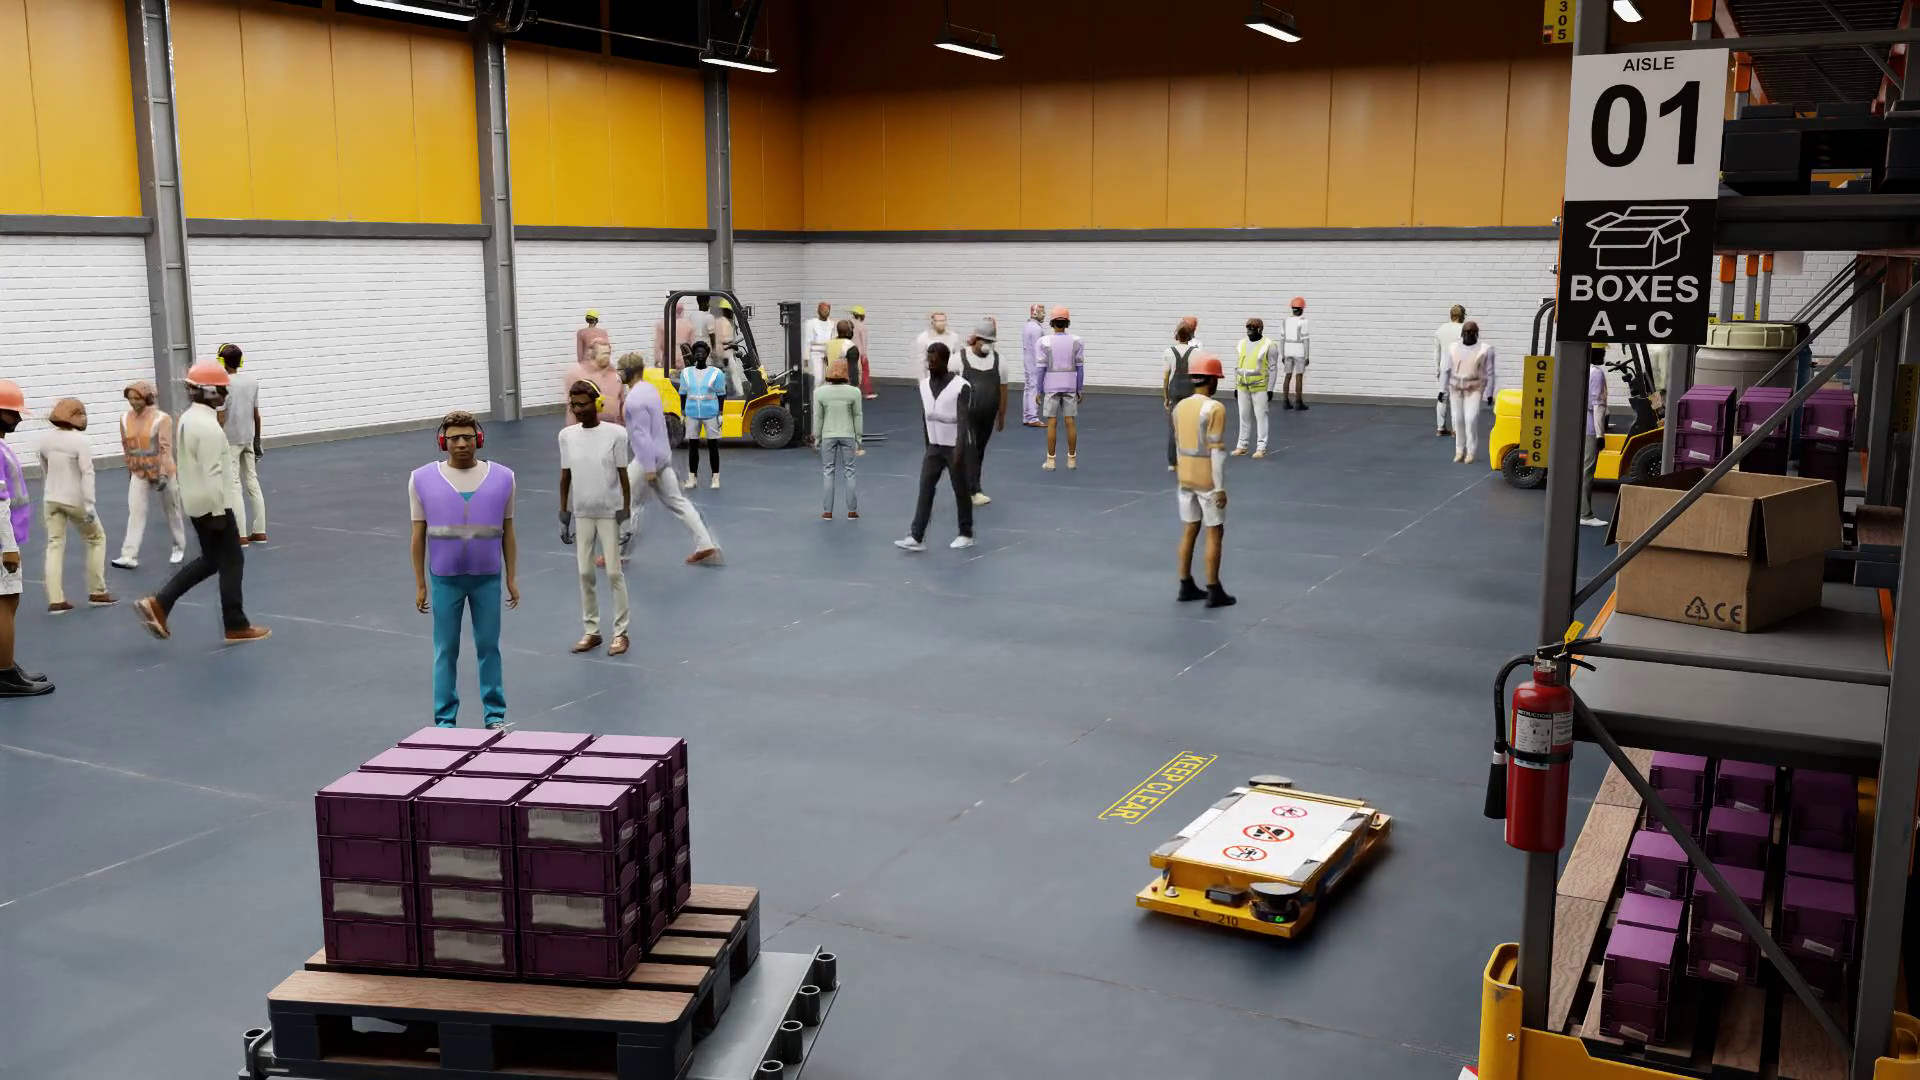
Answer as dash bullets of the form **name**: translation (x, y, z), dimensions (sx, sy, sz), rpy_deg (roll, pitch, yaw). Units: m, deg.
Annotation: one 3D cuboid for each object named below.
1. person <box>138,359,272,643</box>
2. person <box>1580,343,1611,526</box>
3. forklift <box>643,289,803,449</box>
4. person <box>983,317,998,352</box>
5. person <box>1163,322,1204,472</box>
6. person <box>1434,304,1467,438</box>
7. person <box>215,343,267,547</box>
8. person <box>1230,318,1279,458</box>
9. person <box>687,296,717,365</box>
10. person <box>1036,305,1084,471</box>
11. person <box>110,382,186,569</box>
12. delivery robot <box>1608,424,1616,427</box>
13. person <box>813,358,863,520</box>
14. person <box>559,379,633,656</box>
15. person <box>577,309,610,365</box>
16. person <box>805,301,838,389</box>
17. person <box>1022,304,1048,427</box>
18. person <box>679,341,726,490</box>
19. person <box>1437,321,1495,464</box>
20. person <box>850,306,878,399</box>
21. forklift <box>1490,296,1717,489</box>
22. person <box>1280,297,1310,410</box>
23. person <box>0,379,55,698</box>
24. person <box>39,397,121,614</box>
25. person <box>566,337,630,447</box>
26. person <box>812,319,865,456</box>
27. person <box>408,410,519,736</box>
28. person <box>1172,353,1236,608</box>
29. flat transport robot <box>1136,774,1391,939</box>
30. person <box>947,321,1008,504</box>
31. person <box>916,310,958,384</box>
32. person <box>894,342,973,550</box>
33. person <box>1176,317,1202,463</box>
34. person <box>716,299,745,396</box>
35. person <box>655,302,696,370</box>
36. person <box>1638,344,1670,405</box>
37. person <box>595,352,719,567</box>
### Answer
- **person**: translation (-5.182, -0.240, 11.322), dimensions (0.725, 1.969, 0.627), rpy_deg (-8, 13, -39)
- **person**: translation (6.208, -1.104, 16.441), dimensions (0.362, 1.930, 0.587), rpy_deg (-1, 10, -8)
- **forklift**: translation (-3.358, -2.392, 23.136), dimensions (2.313, 2.155, 1.214), rpy_deg (-1, 10, -5)
- **person**: translation (0.478, -2.849, 27.370), dimensions (0.306, 1.645, 0.523), rpy_deg (2, 10, 9)
- **person**: translation (2.736, -1.740, 20.367), dimensions (0.508, 1.847, 0.345), rpy_deg (3, 10, 15)
- **person**: translation (7.215, -2.463, 24.285), dimensions (0.358, 1.938, 0.636), rpy_deg (-7, 12, -36)
- **person**: translation (-6.638, -0.869, 15.257), dimensions (0.311, 1.869, 0.532), rpy_deg (5, 11, 26)
- **person**: translation (3.857, -1.995, 21.855), dimensions (0.624, 1.845, 0.430), rpy_deg (9, 13, 43)
- **person**: translation (-4.636, -3.457, 29.962), dimensions (0.610, 1.963, 0.366), rpy_deg (6, 11, 31)
- **person**: translation (1.227, -1.873, 20.568), dimensions (0.605, 2.045, 0.377), rpy_deg (-2, 10, -9)
- **person**: translation (-6.906, -0.543, 14.136), dimensions (0.524, 1.587, 0.867), rpy_deg (1, 10, 6)
- **delivery robot**: translation (8.097, -1.201, 20.710), dimensions (0.707, 0.478, 0.477), rpy_deg (-6, 12, -32)
- **person**: translation (-1.227, -1.010, 16.759), dimensions (0.500, 1.633, 0.281), rpy_deg (-1, 10, -5)
- **person**: translation (-2.443, -0.151, 11.158), dimensions (0.530, 1.855, 0.333), rpy_deg (2, 10, 12)
- **person**: translation (-6.061, -2.936, 27.531), dimensions (0.533, 1.765, 0.326), rpy_deg (0, 10, -1)
- **person**: translation (-2.299, -3.081, 28.067), dimensions (0.609, 1.862, 0.591), rpy_deg (-5, 11, -26)
- **person**: translation (1.180, -2.696, 25.738), dimensions (0.400, 1.903, 0.644), rpy_deg (-2, 10, -11)
- **person**: translation (-2.931, -1.414, 18.901), dimensions (0.540, 1.700, 0.316), rpy_deg (1, 10, 5)
- **person**: translation (6.455, -1.882, 21.260), dimensions (0.640, 1.817, 0.647), rpy_deg (7, 12, 35)
- **person**: translation (-1.897, -3.410, 30.386), dimensions (0.531, 1.724, 0.894), rpy_deg (7, 12, 36)
- **forklift**: translation (7.296, -1.677, 18.993), dimensions (2.313, 2.155, 1.214), rpy_deg (5, 11, 27)
- **person**: translation (5.761, -3.191, 28.502), dimensions (0.551, 1.935, 0.372), rpy_deg (10, 14, 44)
- **person**: translation (-5.791, -0.010, 10.120), dimensions (0.375, 1.927, 0.543), rpy_deg (-7, 12, -33)
- **person**: translation (-6.661, -0.270, 12.511), dimensions (0.527, 1.601, 0.636), rpy_deg (2, 10, 13)
- **person**: translation (-3.663, -1.127, 16.828), dimensions (0.648, 1.853, 1.011), rpy_deg (-9, 13, -41)
- **person**: translation (-1.584, -1.993, 21.888), dimensions (0.664, 1.830, 0.624), rpy_deg (-8, 13, -39)
- **person**: translation (-2.692, 0.212, 9.075), dimensions (0.566, 1.843, 0.389), rpy_deg (-5, 11, -25)
- **person**: translation (1.859, -0.458, 12.707), dimensions (0.385, 1.926, 0.571), rpy_deg (-6, 11, -31)
- **flat transport robot**: translation (1.346, 1.326, 7.170), dimensions (0.652, 0.197, 1.431), rpy_deg (6, 11, 29)
- **person**: translation (0.151, -1.451, 18.129), dimensions (0.728, 2.000, 0.977), rpy_deg (-3, 10, -19)
- **person**: translation (-0.278, -2.248, 23.162), dimensions (0.676, 1.892, 0.428), rpy_deg (-5, 11, -26)
- **person**: translation (-0.191, -0.819, 14.922), dimensions (0.612, 1.874, 0.939), rpy_deg (8, 13, 38)
- **person**: translation (2.922, -1.905, 21.259), dimensions (0.350, 1.876, 0.625), rpy_deg (2, 10, 14)
- **person**: translation (-4.115, -3.308, 29.346), dimensions (0.901, 1.887, 0.600), rpy_deg (-3, 10, -17)
- **person**: translation (-4.703, -2.994, 27.559), dimensions (0.697, 1.876, 0.508), rpy_deg (-3, 10, -15)
- **person**: translation (9.580, -2.181, 23.038), dimensions (0.486, 1.812, 0.608), rpy_deg (-4, 11, -22)
- **person**: translation (-2.599, -0.676, 14.198), dimensions (1.098, 1.870, 0.645), rpy_deg (1, 10, 6)
